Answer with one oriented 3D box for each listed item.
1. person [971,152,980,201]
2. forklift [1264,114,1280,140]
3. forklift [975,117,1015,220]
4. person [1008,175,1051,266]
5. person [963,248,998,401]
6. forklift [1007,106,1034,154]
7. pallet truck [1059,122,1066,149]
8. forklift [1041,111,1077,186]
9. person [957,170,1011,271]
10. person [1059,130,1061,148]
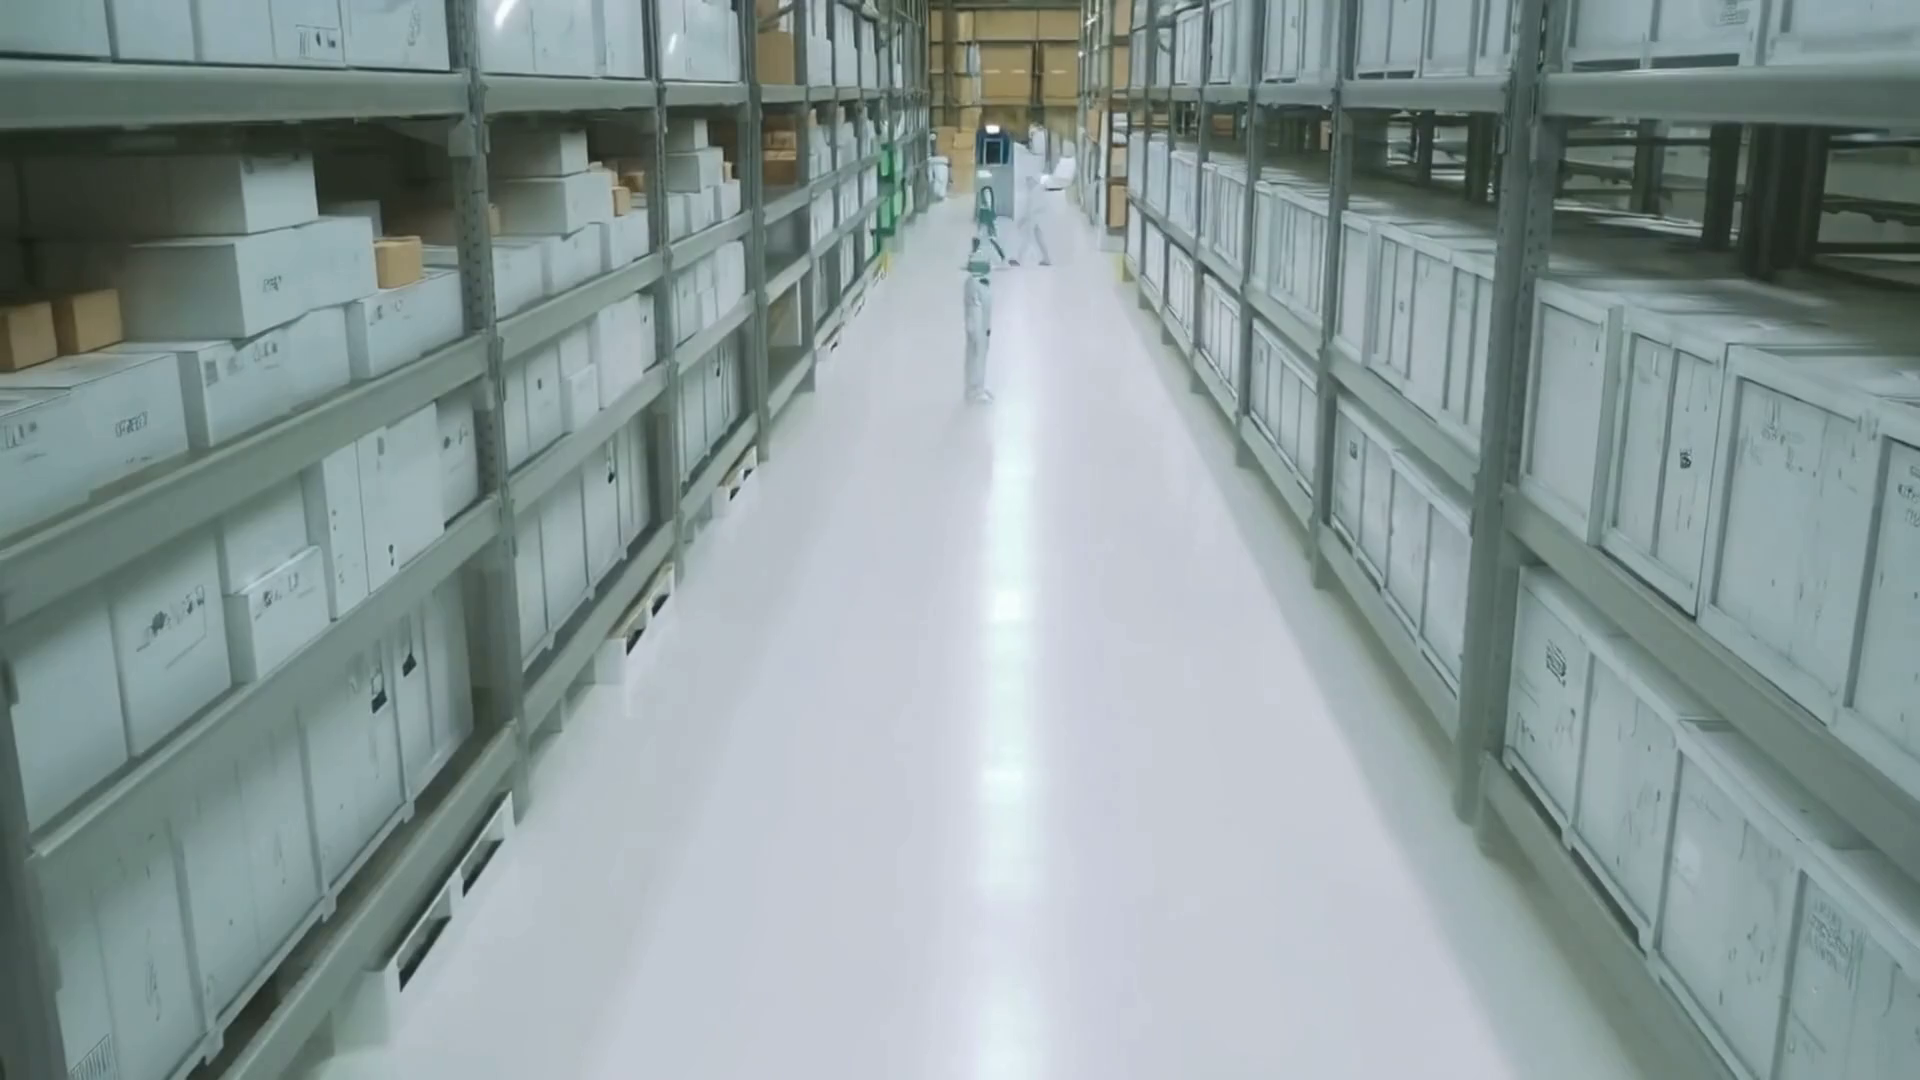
[{"bbox_3d":[0.674,-11.817,54.172,0.527,1.598,0.826,-11,18,-34],"label":"person"},{"bbox_3d":[11.032,-14.050,60.067,1.129,2.768,1.873,0,15,2],"label":"forklift"},{"bbox_3d":[0.990,-10.479,46.781,1.129,2.768,1.873,0,15,1],"label":"forklift"},{"bbox_3d":[1.419,-6.536,34.063,1.004,1.854,0.662,1,15,5],"label":"person"},{"bbox_3d":[0.228,-2.485,19.203,0.314,1.739,0.485,-8,17,-27],"label":"person"},{"bbox_3d":[2.808,-20.003,82.215,1.129,2.768,1.873,-7,17,-24],"label":"forklift"},{"bbox_3d":[5.788,-21.111,88.014,1.885,1.965,0.823,5,16,18],"label":"pallet truck"},{"bbox_3d":[3.552,-14.642,62.268,1.873,2.768,1.129,0,15,1],"label":"forklift"},{"bbox_3d":[0.530,-6.352,33.135,1.064,1.995,0.625,3,15,12],"label":"person"},{"bbox_3d":[5.050,-20.410,86.098,0.311,1.635,0.513,5,16,17],"label":"person"}]
